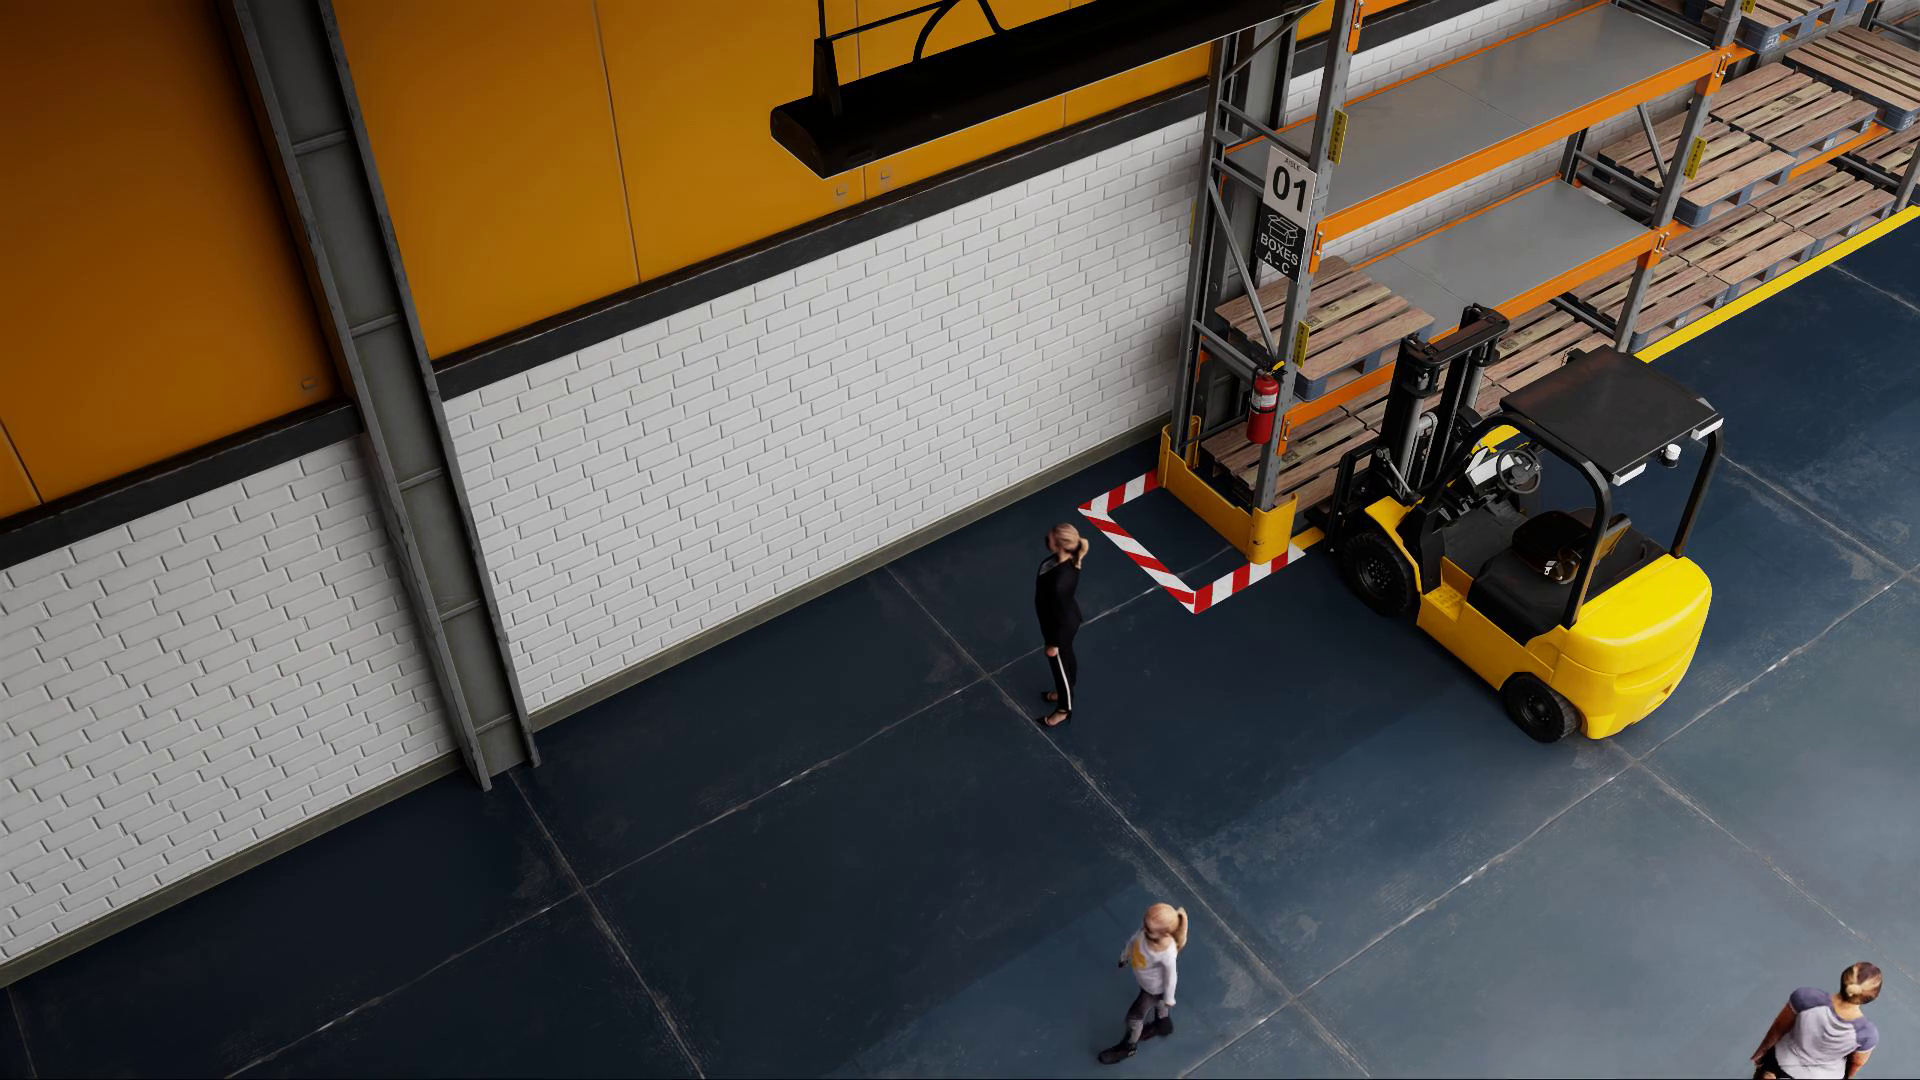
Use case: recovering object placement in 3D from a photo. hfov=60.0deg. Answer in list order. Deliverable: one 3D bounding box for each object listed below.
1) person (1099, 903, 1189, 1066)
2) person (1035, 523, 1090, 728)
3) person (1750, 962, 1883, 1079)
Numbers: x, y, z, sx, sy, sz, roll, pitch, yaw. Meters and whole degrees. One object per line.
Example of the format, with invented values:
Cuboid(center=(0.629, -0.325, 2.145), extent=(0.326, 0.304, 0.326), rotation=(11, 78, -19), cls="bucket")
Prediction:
Cuboid(center=(1.091, 2.318, 8.870), extent=(0.760, 1.265, 0.639), rotation=(-7, 44, -7), cls="person")
Cuboid(center=(0.642, 0.536, 10.421), extent=(0.750, 1.706, 0.673), rotation=(10, 45, 11), cls="person")
Cuboid(center=(4.156, 2.662, 8.271), extent=(0.687, 1.593, 0.926), rotation=(33, 53, 30), cls="person")
